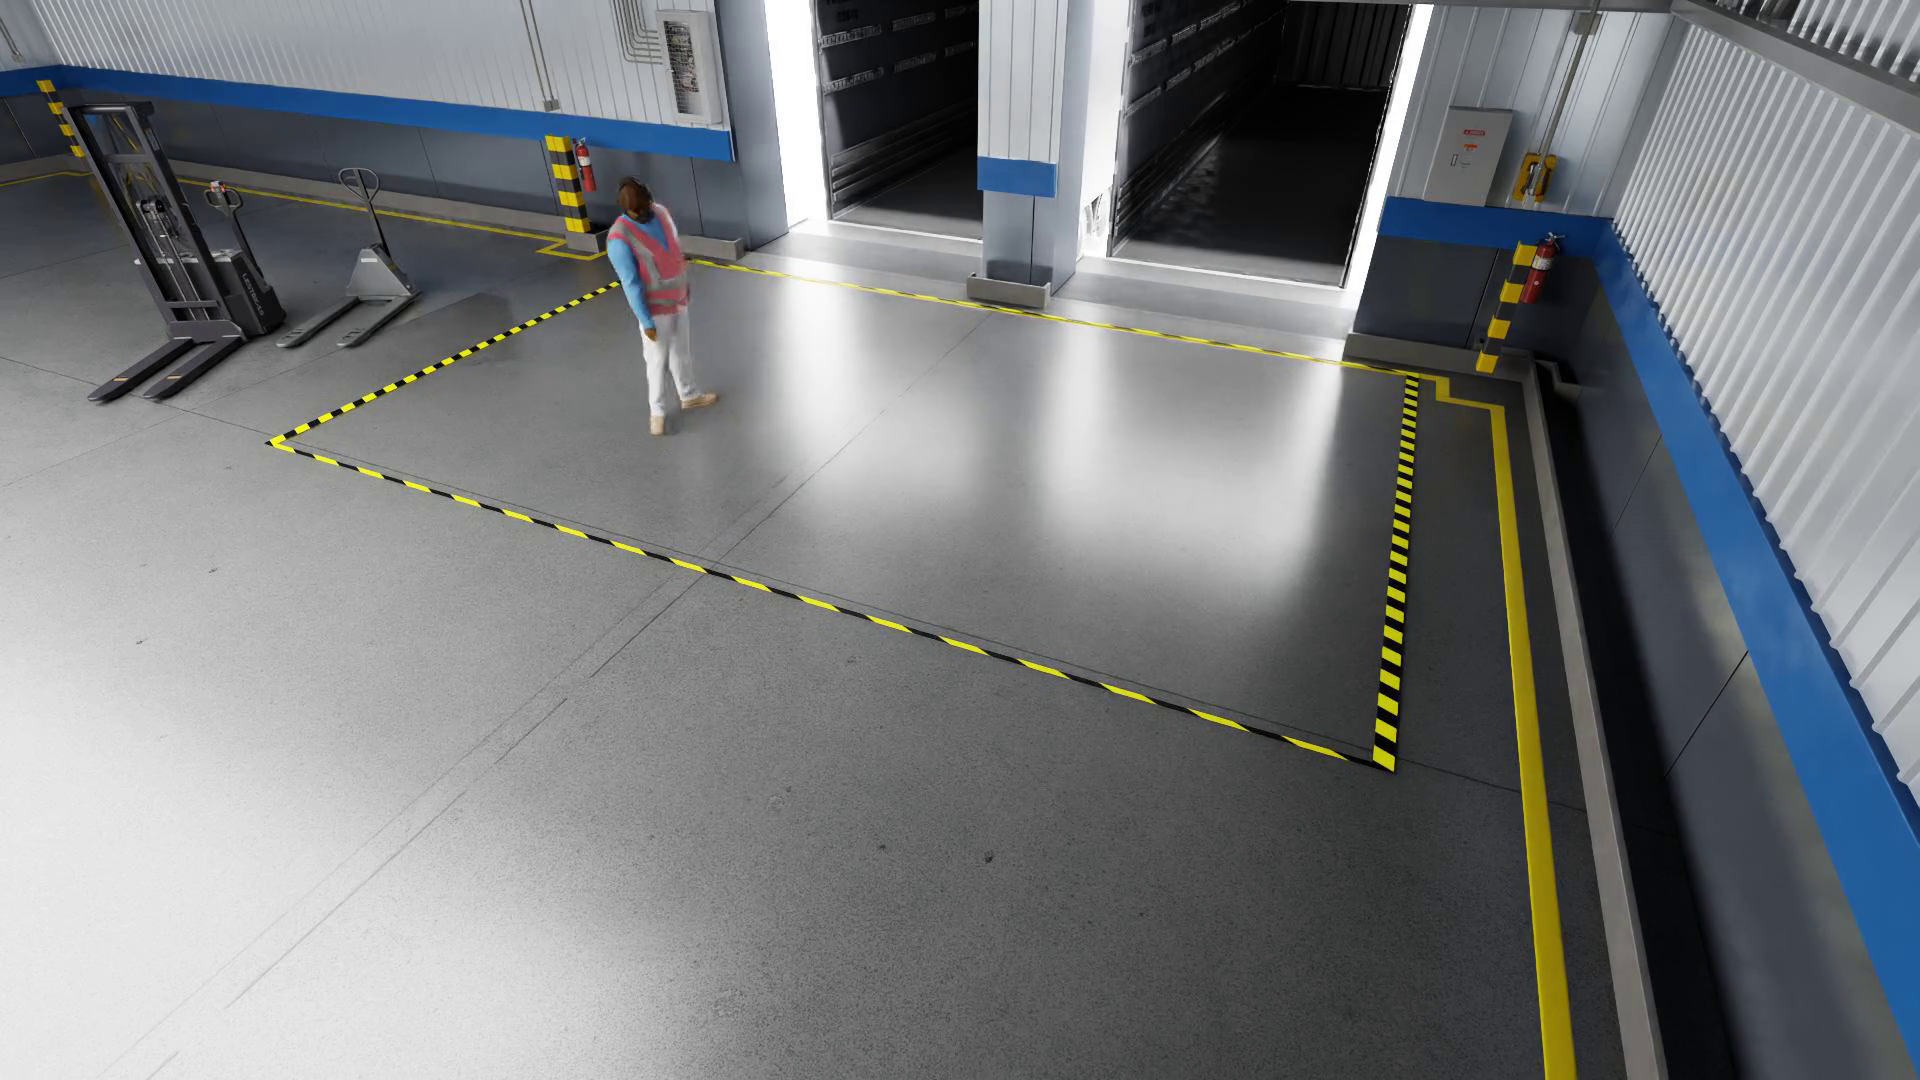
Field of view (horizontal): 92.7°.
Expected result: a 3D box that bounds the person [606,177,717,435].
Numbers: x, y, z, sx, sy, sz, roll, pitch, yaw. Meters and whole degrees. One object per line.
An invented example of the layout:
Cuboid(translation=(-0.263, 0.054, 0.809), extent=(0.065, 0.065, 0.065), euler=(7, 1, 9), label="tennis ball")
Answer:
Cuboid(translation=(-2.146, -1.683, 6.595), extent=(0.432, 1.808, 0.690), euler=(11, 36, 15), label="person")

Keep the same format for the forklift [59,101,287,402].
Cuboid(translation=(-6.686, -2.387, 7.434), extent=(0.823, 1.965, 1.885), euler=(-3, 35, -5), label="forklift")

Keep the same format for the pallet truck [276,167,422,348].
Cuboid(translation=(-5.732, -2.611, 8.414), extent=(0.680, 1.201, 1.601), euler=(-1, 35, -1), label="pallet truck")
